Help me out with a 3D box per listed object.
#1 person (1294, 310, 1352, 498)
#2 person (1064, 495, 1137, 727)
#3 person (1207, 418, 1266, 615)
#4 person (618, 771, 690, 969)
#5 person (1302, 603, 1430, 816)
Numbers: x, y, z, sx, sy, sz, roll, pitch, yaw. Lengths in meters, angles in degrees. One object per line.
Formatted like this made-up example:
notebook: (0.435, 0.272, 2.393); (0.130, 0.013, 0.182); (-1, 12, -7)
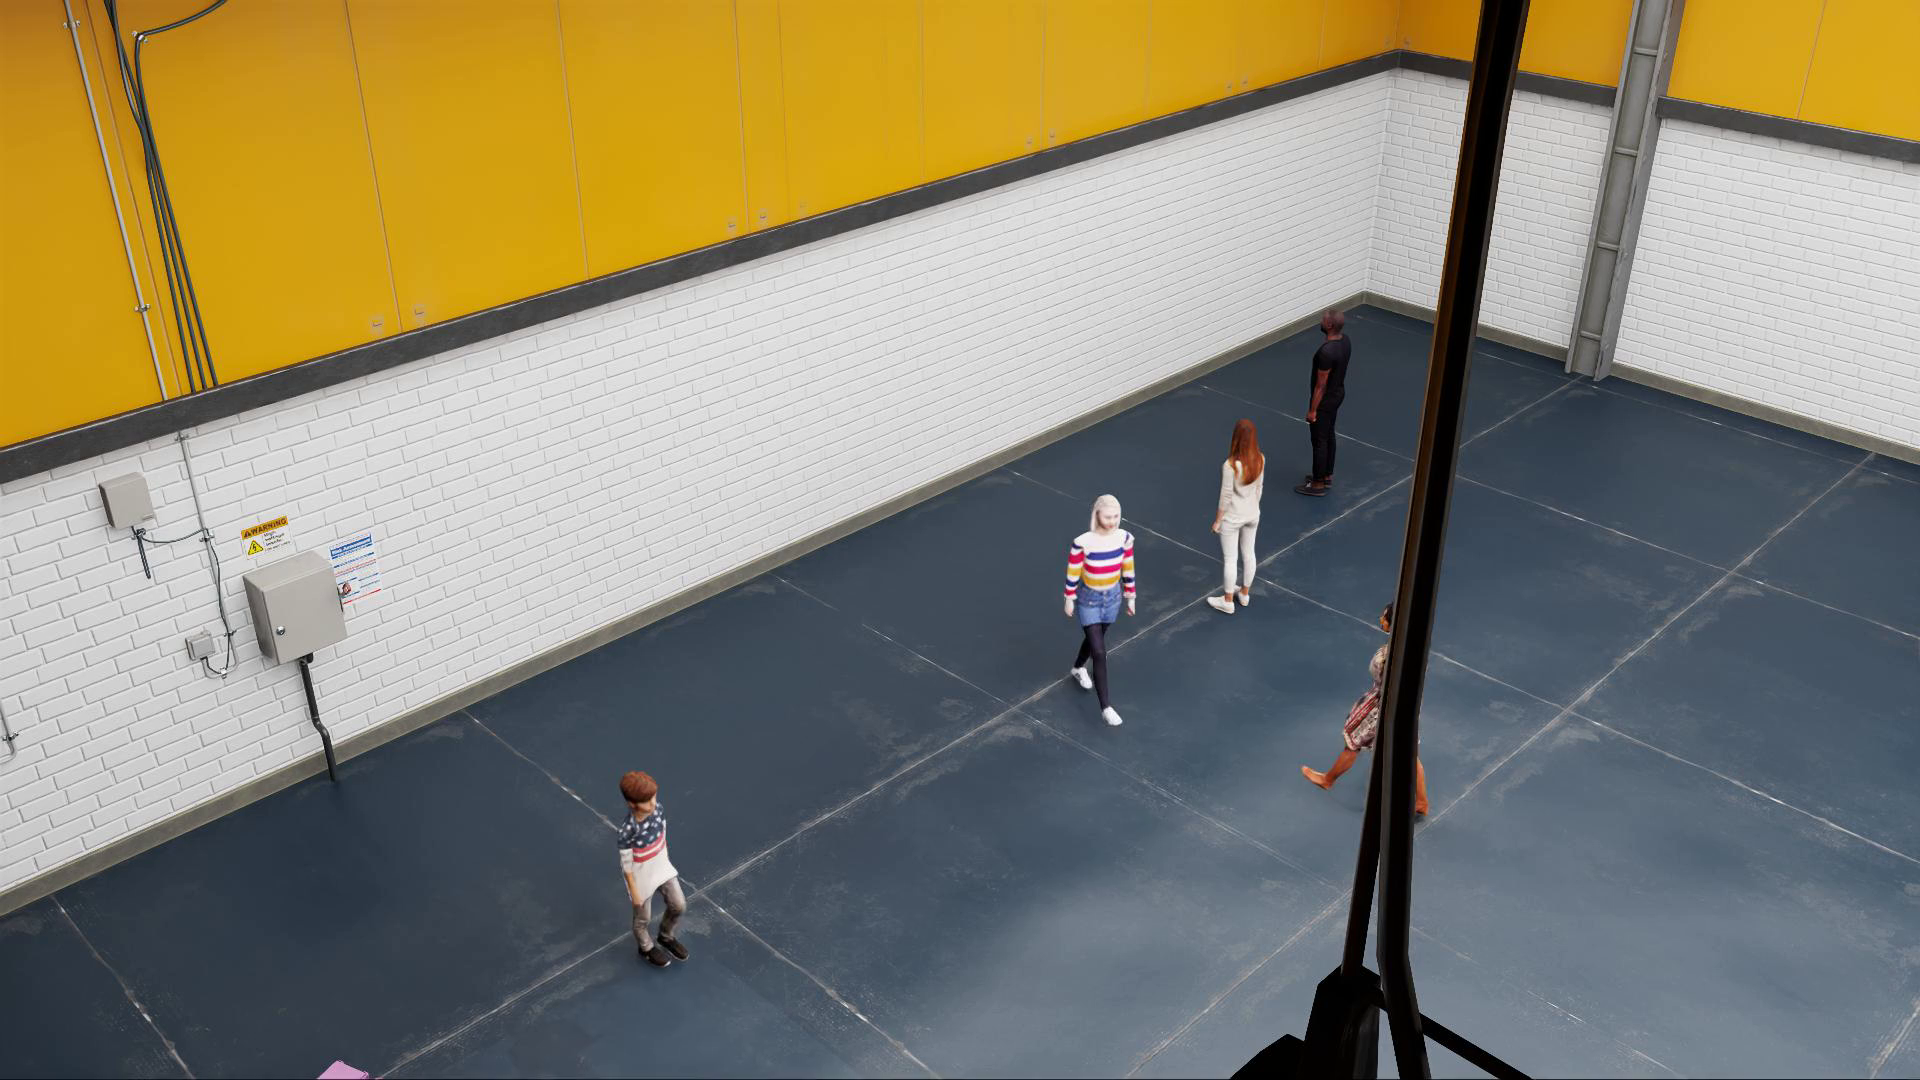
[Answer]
person: (3.415, -1.283, 15.503); (0.629, 1.820, 0.706); (18, 33, 29)
person: (1.006, 0.439, 12.414); (0.941, 1.756, 1.220); (-11, 31, -20)
person: (2.297, -0.199, 13.626); (0.661, 1.713, 0.637); (-15, 32, -26)
person: (-1.923, 1.955, 9.975); (0.580, 1.429, 0.580); (18, 33, 30)
person: (2.975, 1.181, 11.221); (1.202, 1.595, 0.858); (14, 32, 24)
